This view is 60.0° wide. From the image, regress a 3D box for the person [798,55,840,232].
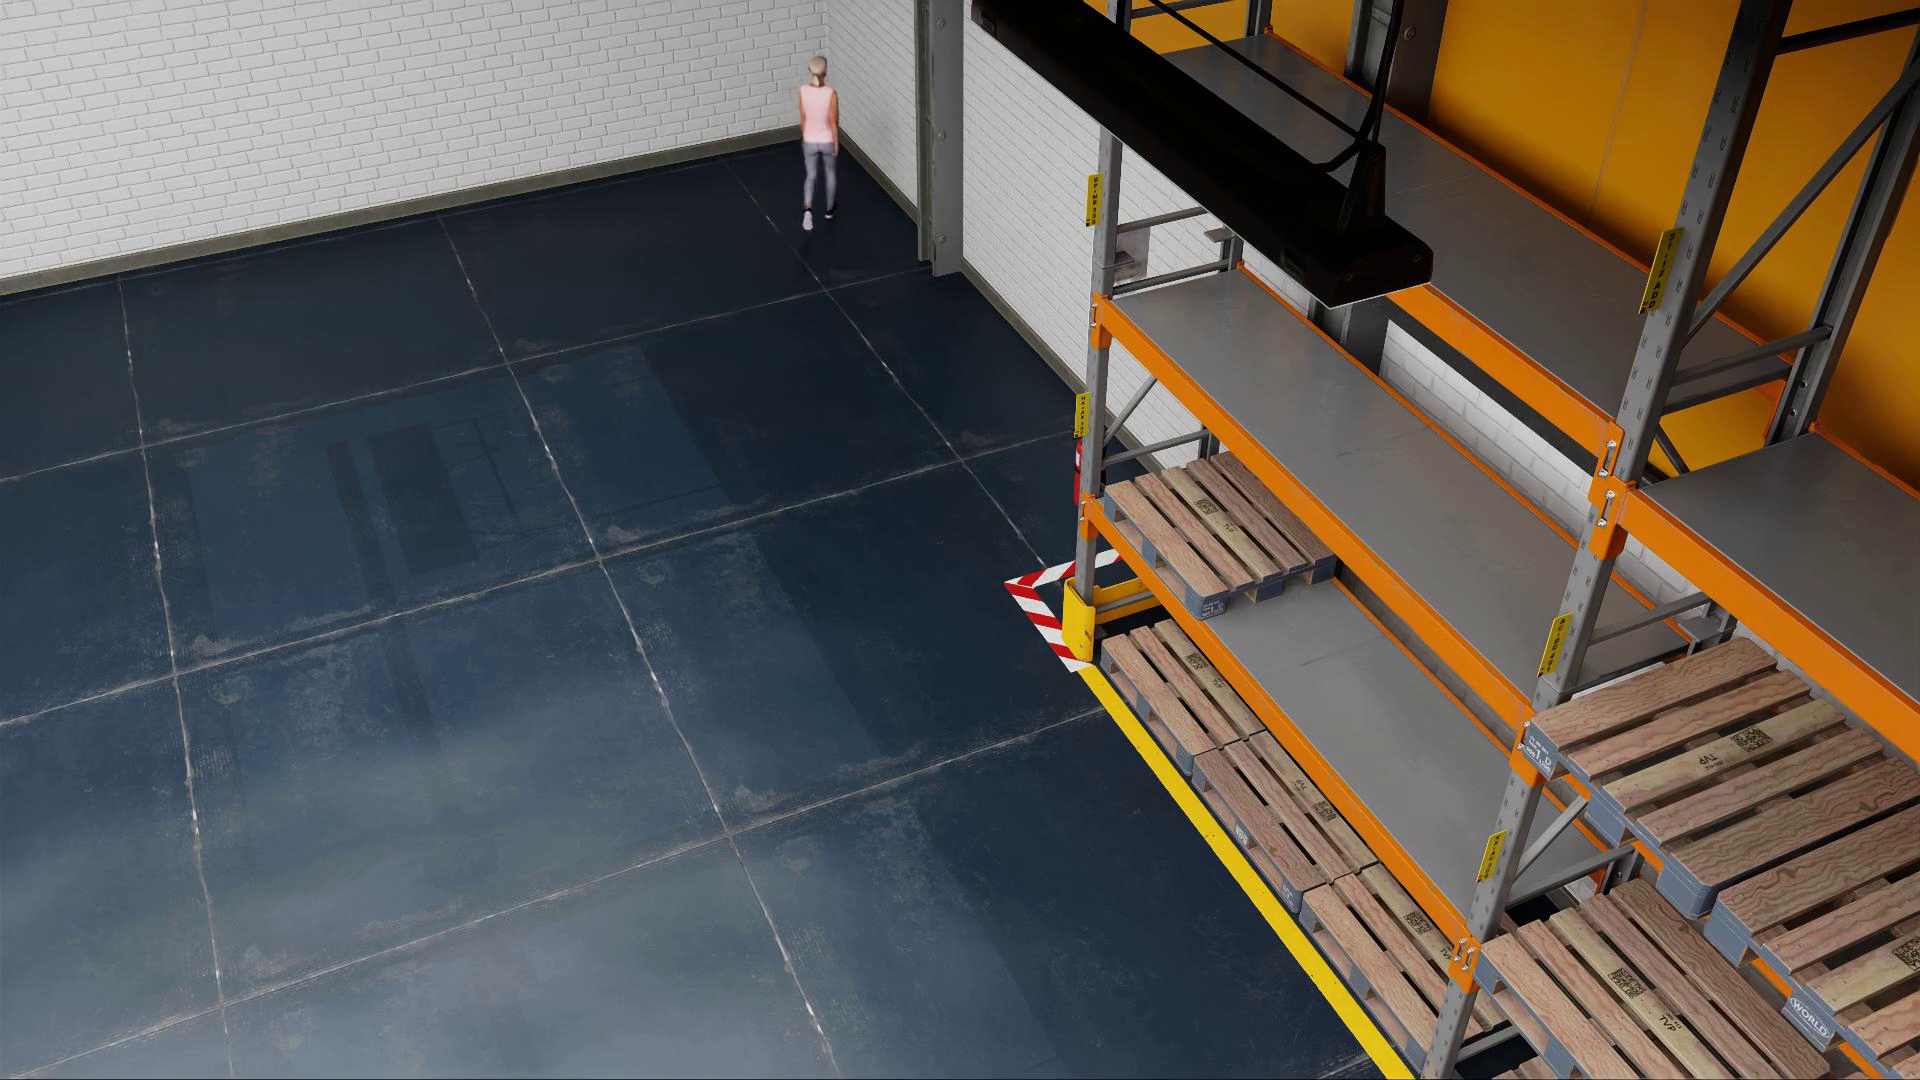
[{"bbox_3d":[-1.378,-3.808,16.064,0.896,1.708,1.039,7,39,9],"label":"person"}]
